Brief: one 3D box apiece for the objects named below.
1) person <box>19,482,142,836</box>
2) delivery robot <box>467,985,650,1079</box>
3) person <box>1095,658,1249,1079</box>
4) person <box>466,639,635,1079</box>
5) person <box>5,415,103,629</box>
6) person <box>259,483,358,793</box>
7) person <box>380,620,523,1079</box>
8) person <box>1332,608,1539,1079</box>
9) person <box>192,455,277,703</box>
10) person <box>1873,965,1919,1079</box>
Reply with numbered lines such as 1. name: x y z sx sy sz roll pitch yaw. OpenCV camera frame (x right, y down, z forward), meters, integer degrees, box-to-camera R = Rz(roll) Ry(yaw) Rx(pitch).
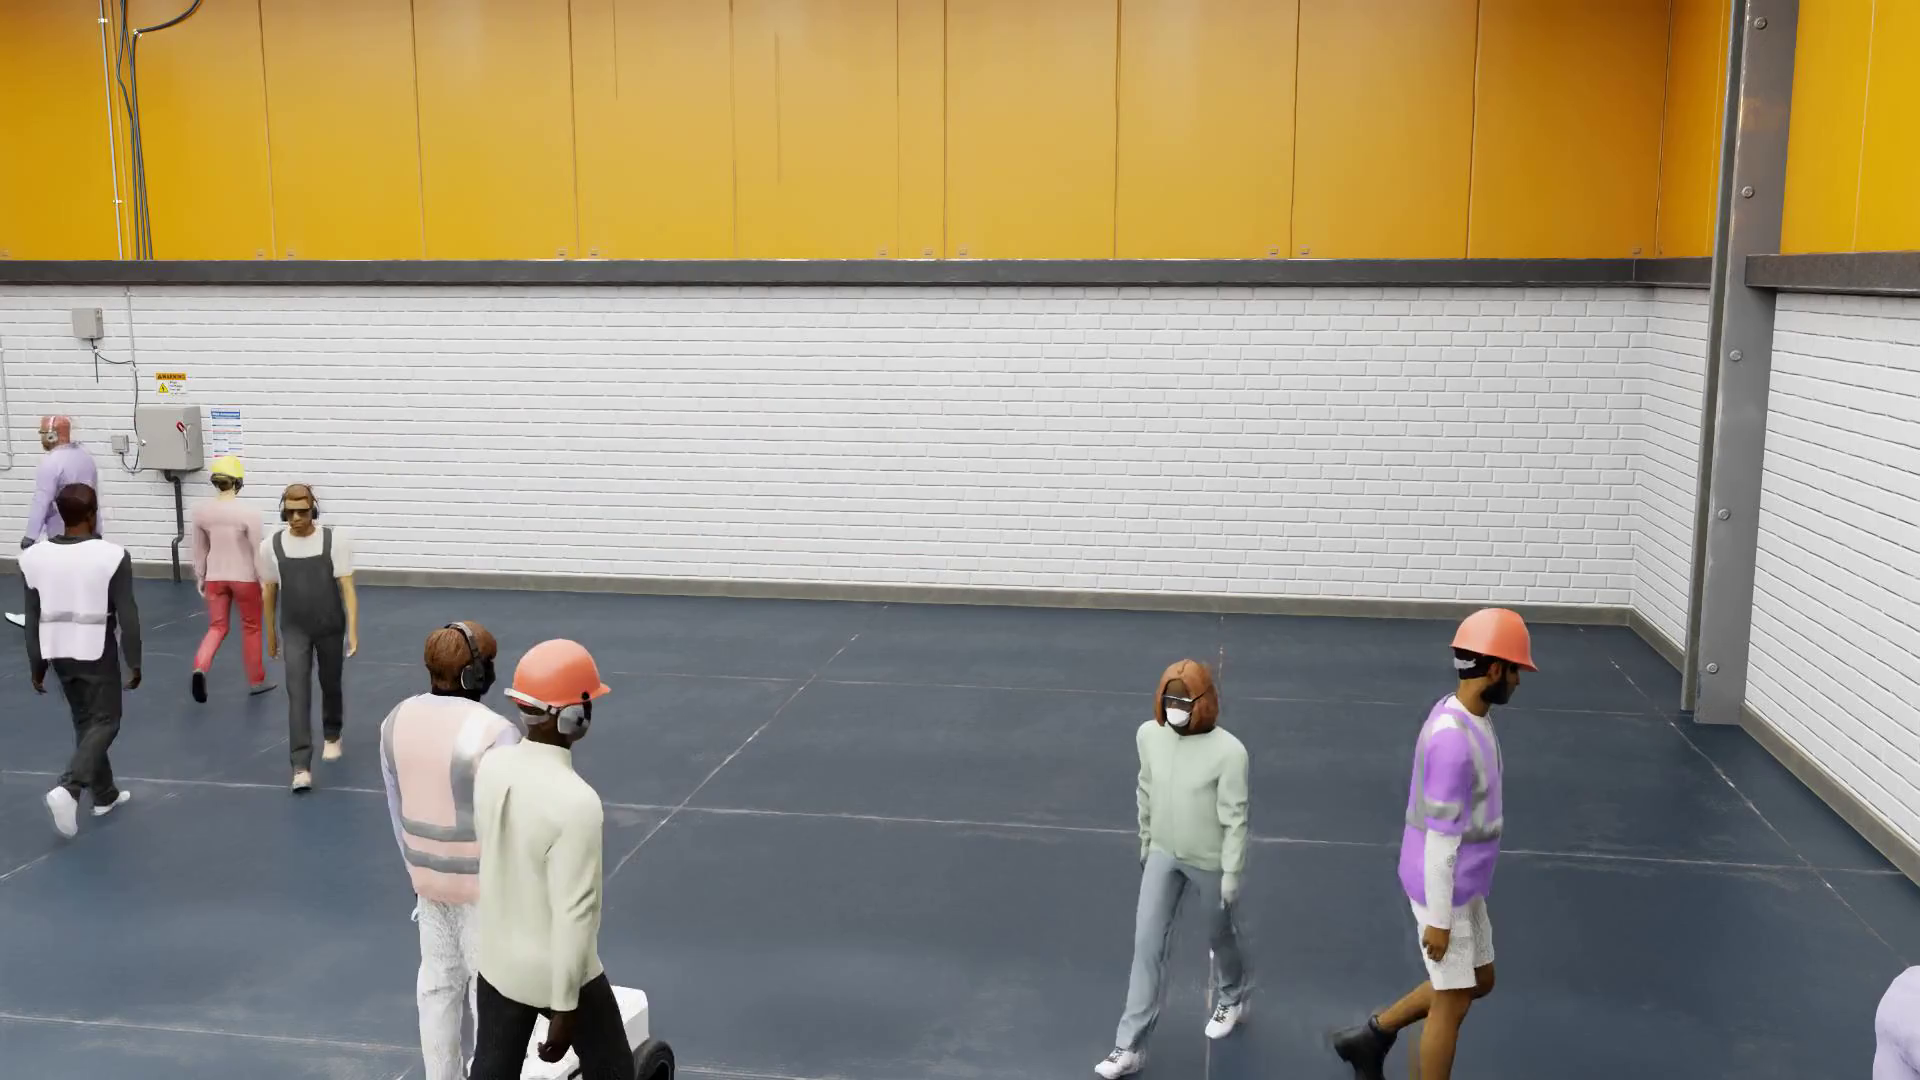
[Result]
1. person: -4.786 0.639 9.035 0.597 1.894 0.808 0 9 1
2. delivery robot: -1.387 1.782 5.785 0.477 0.478 0.707 3 10 20
3. person: 0.868 1.223 6.359 0.509 1.574 0.874 7 11 36
4. person: -1.267 1.263 5.027 0.615 1.950 1.013 7 12 38
5. person: -7.405 -0.090 13.619 1.029 1.850 0.657 0 9 -2
6. person: -3.881 0.542 9.954 0.521 1.788 1.018 -3 10 -20
7. person: -1.695 1.186 5.794 0.627 1.844 0.429 5 11 29
8. person: 1.644 1.165 5.719 0.570 1.907 0.592 4 10 25
9. person: -5.129 0.279 11.678 0.543 1.749 0.701 1 9 7
10. person: 2.173 1.531 3.369 0.636 1.939 0.364 8 12 42
